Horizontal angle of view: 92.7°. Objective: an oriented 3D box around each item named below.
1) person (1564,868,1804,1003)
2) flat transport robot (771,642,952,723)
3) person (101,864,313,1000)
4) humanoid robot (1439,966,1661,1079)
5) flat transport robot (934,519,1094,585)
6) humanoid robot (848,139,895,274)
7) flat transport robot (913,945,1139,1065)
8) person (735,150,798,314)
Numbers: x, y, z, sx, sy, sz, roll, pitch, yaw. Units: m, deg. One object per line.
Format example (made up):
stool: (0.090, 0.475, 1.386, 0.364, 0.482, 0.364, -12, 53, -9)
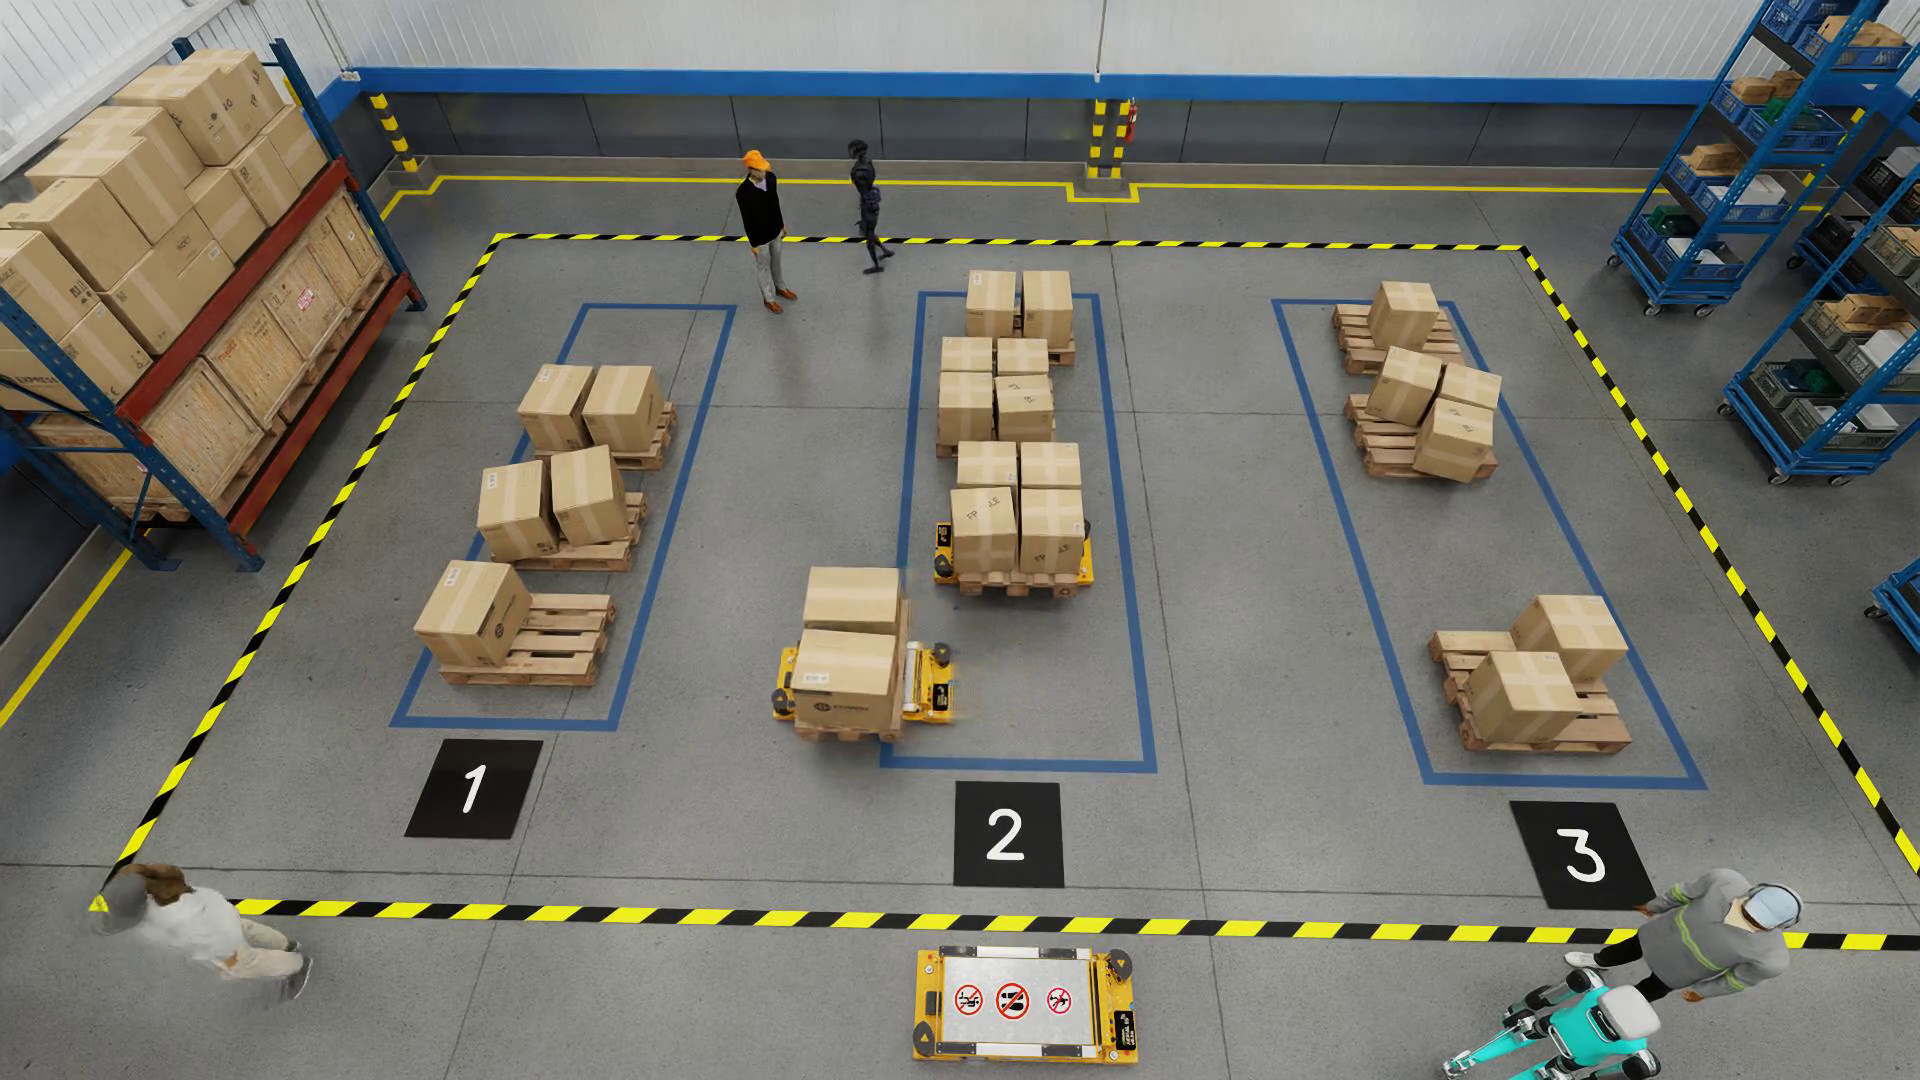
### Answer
person: (4.318, 2.430, 5.482, 0.361, 1.852, 0.596, -4, 51, -3)
flat transport robot: (-0.792, 1.152, 7.529, 1.431, 0.197, 0.652, 1, 51, 1)
person: (-4.611, 2.366, 5.621, 0.600, 1.740, 0.379, 24, 55, 19)
humanoid robot: (3.106, 2.885, 5.097, 0.735, 1.681, 0.533, -12, 52, -10)
flat transport robot: (0.490, 0.087, 8.397, 1.431, 0.197, 0.652, 1, 51, 1)
humanoid robot: (-1.029, -3.894, 10.757, 0.450, 1.646, 0.611, 2, 51, 1)
flat transport robot: (0.422, 3.041, 6.007, 1.431, 0.231, 0.659, 1, 51, 1)
person: (-2.165, -3.442, 10.250, 0.361, 1.885, 0.587, 24, 55, 19)
